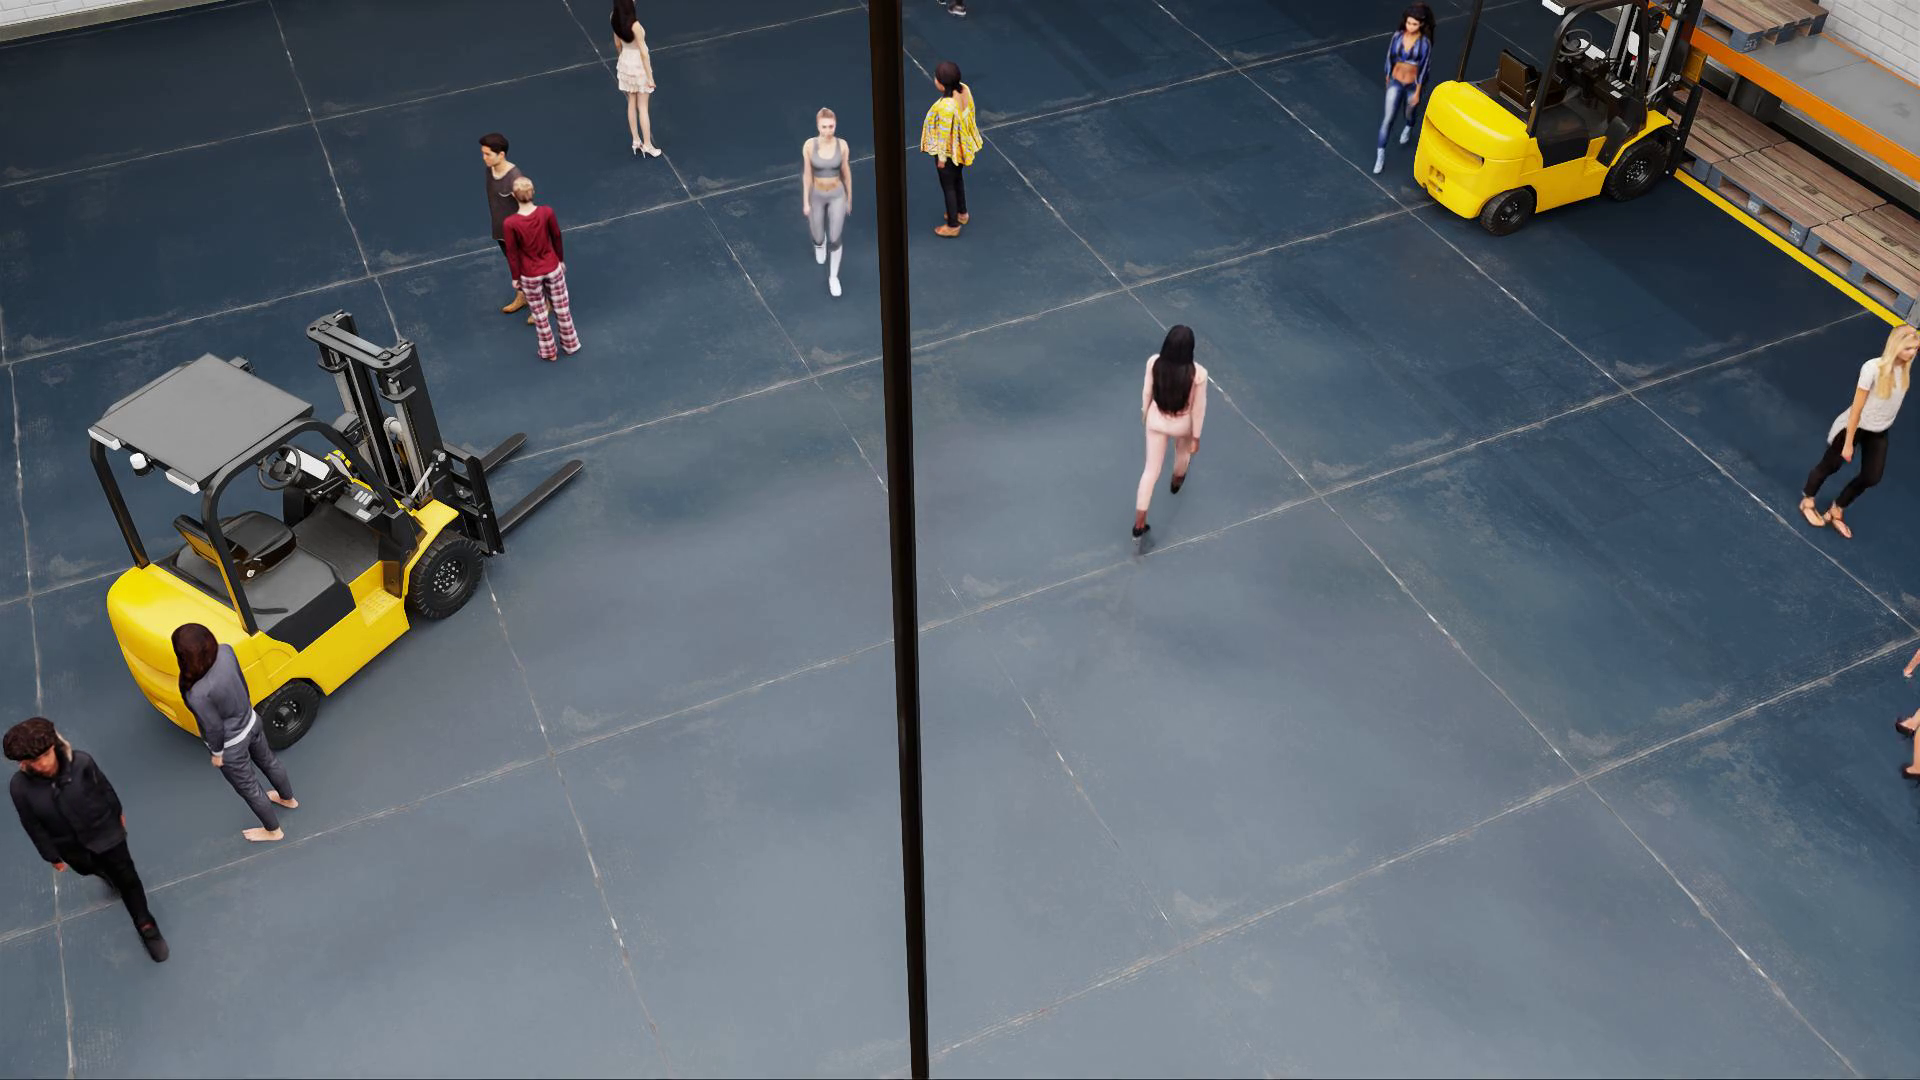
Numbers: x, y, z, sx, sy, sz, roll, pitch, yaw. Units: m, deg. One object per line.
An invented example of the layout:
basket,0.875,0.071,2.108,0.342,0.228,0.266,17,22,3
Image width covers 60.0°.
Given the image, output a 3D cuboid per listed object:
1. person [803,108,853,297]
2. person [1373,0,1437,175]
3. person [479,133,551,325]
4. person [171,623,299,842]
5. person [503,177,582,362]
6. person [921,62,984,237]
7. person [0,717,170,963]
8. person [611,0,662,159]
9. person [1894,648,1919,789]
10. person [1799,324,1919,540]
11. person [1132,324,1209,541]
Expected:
person,-1.142,-2.929,14.149,0.727,1.695,0.910,-6,44,-6
person,4.219,-4.286,15.653,1.076,1.585,1.063,20,47,20
person,-3.698,-2.607,13.796,0.652,1.716,0.770,27,50,25
person,-4.296,1.120,9.846,0.752,1.768,0.641,4,44,5
person,-3.380,-2.186,13.369,0.641,1.696,0.538,-24,49,-23
person,-0.068,-3.465,14.743,0.943,1.652,0.880,11,45,11
person,-4.965,1.598,9.358,0.770,1.749,1.169,-27,50,-25
person,-3.075,-4.415,15.679,0.590,1.736,0.704,30,51,28
person,6.083,0.916,10.149,0.755,1.645,0.888,1,44,1
person,6.342,-0.835,11.869,0.627,1.809,0.687,-15,46,-15
person,1.464,-0.749,11.874,1.171,1.677,1.208,15,46,16
